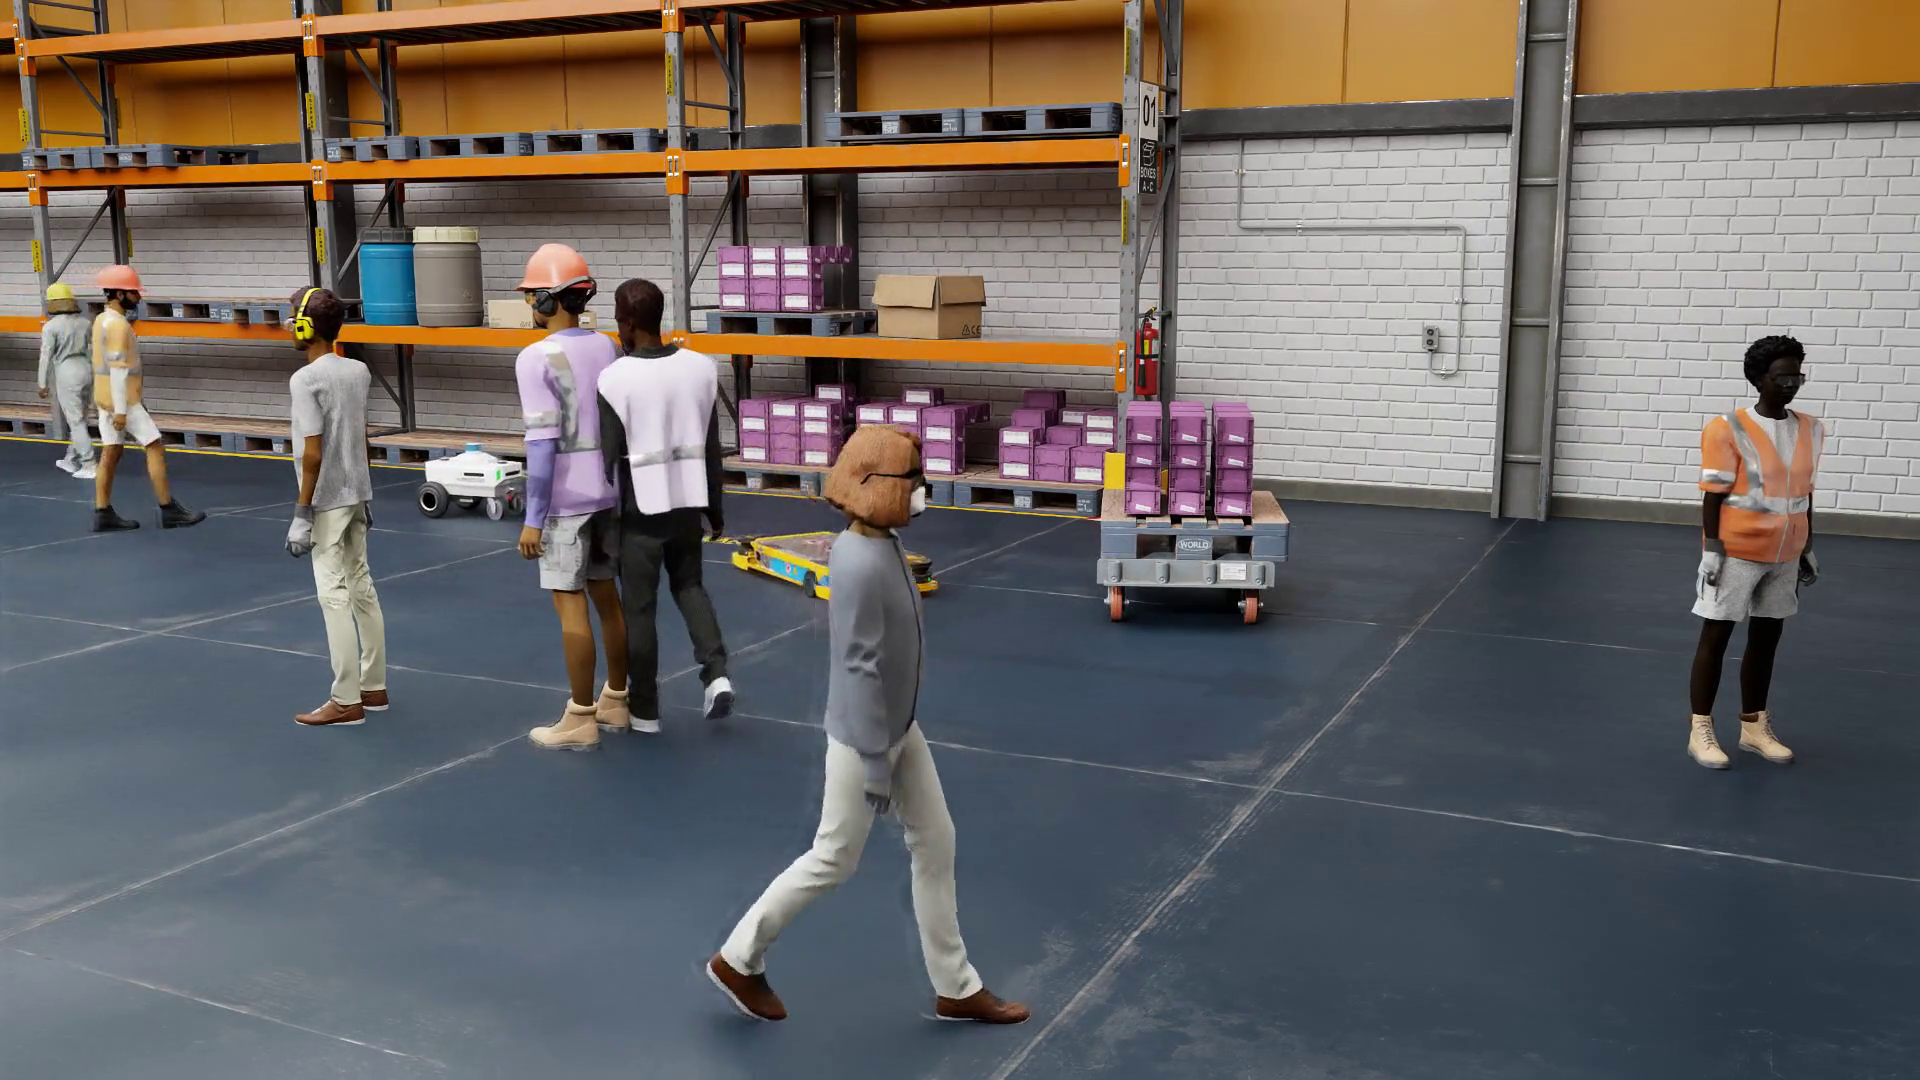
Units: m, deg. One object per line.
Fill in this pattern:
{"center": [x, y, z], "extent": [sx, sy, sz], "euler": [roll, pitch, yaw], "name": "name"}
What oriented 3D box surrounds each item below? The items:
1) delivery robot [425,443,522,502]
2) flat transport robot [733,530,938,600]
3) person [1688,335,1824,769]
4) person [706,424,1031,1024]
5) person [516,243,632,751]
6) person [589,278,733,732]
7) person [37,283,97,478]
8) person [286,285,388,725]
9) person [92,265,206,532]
{"center": [-3.688, -0.494, 12.624], "extent": [0.707, 0.478, 0.477], "euler": [4, 11, 20], "name": "delivery robot"}
{"center": [-0.781, 0.136, 10.095], "extent": [0.652, 0.197, 1.431], "euler": [-6, 12, -32], "name": "flat transport robot"}
{"center": [3.121, 0.048, 6.517], "extent": [0.530, 1.697, 0.321], "euler": [-2, 10, -13], "name": "person"}
{"center": [-0.263, 0.491, 4.265], "extent": [0.824, 1.598, 0.512], "euler": [2, 10, 9], "name": "person"}
{"center": [-1.583, -0.163, 6.737], "extent": [0.391, 2.045, 0.608], "euler": [4, 11, 24], "name": "person"}
{"center": [-1.249, -0.125, 6.905], "extent": [0.654, 1.906, 0.552], "euler": [-9, 14, -43], "name": "person"}
{"center": [-7.985, -1.413, 14.792], "extent": [0.711, 1.714, 0.510], "euler": [4, 11, 21], "name": "person"}
{"center": [-2.687, -0.139, 7.093], "extent": [0.327, 1.874, 0.521], "euler": [2, 10, 12], "name": "person"}
{"center": [-5.911, -1.012, 12.006], "extent": [0.843, 1.907, 0.548], "euler": [-8, 13, -39], "name": "person"}
